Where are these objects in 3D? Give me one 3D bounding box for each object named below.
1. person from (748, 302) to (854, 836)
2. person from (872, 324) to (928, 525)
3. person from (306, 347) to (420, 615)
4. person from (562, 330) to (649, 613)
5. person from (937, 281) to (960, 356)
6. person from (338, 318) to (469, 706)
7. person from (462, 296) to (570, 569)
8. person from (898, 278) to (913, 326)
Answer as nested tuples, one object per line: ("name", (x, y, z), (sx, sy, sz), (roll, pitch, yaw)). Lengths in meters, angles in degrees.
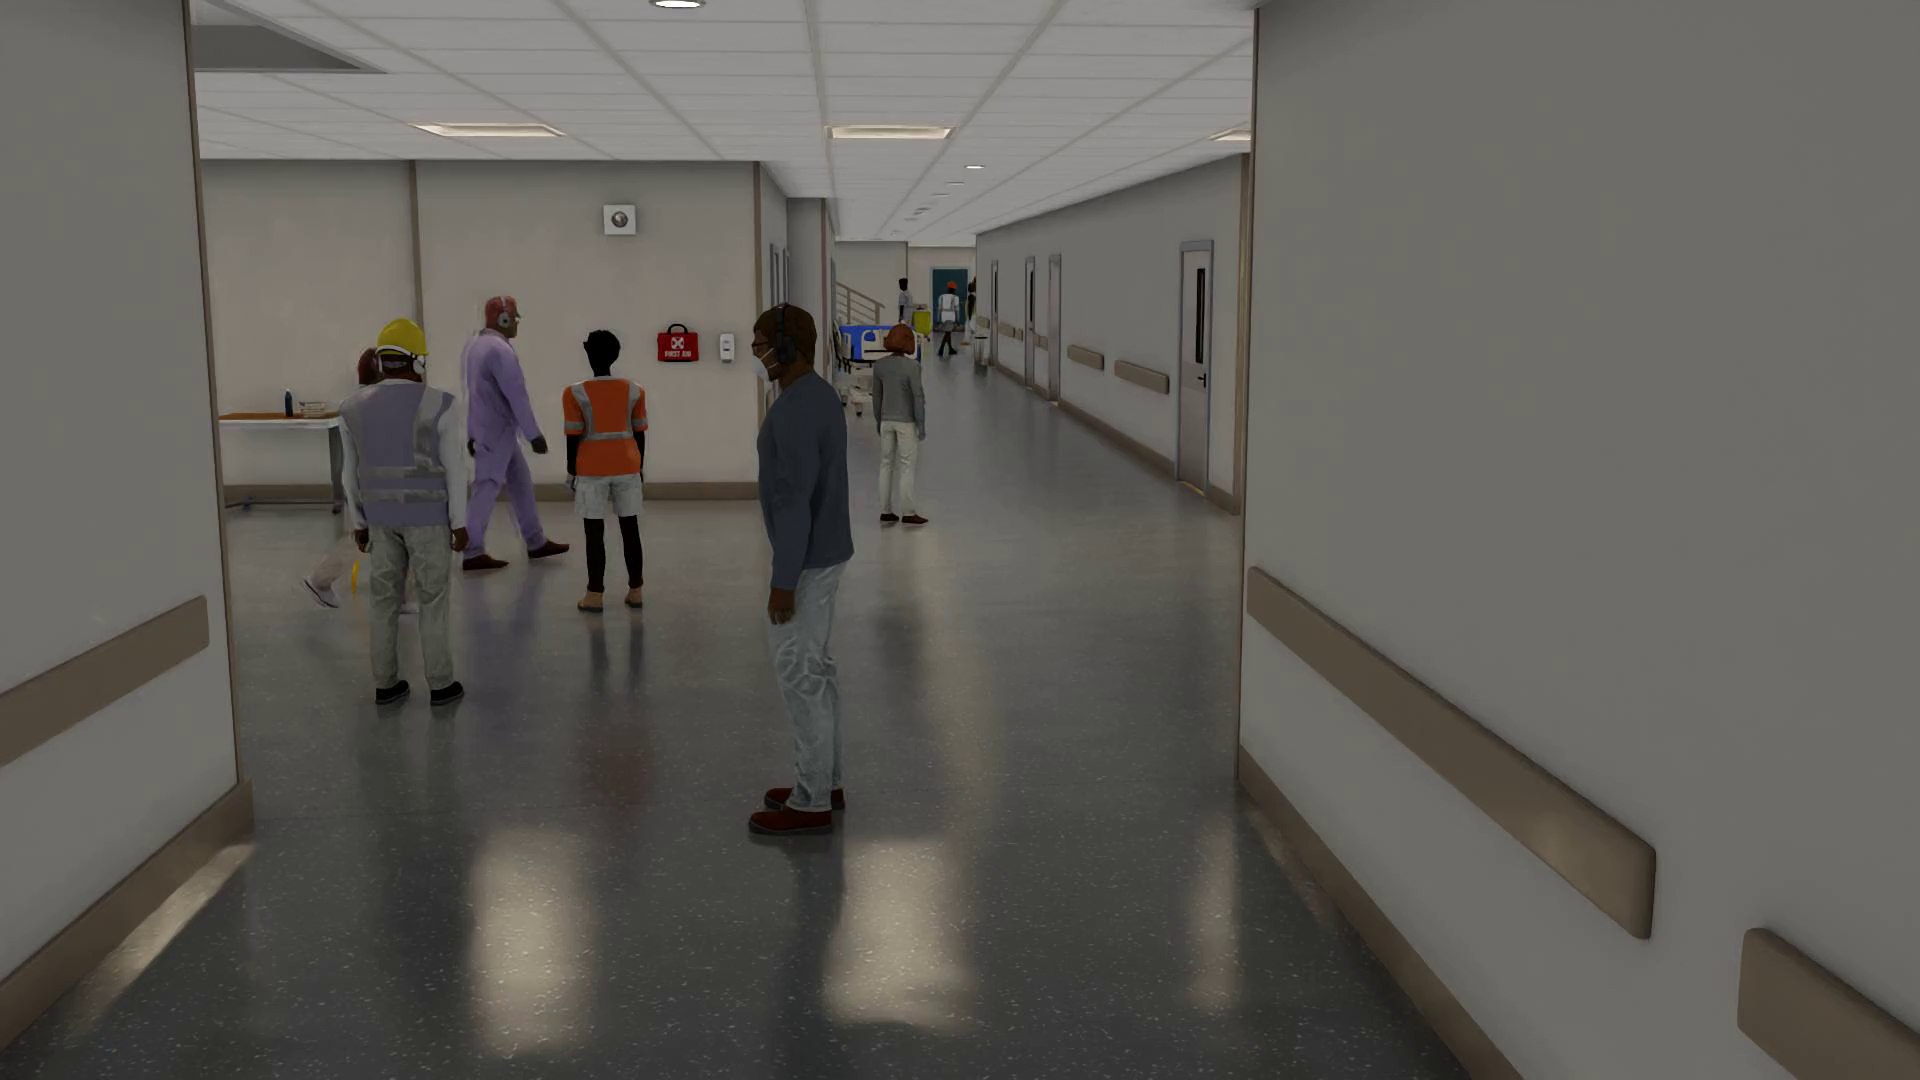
("person", (-0.582, 0.101, 6.091), (0.381, 1.928, 0.635), (0, 9, 2))
("person", (-0.487, -0.937, 13.516), (0.509, 1.632, 0.267), (7, 11, 37))
("person", (-3.523, -0.335, 9.815), (0.698, 1.610, 0.551), (2, 9, 11))
("person", (-2.128, -0.409, 10.009), (0.532, 1.696, 0.319), (-6, 11, -32))
("person", (-0.303, -5.595, 42.035), (0.552, 1.884, 1.010), (5, 10, 28))
("person", (-2.593, -0.122, 7.827), (0.585, 1.824, 0.405), (1, 9, 9))
("person", (-3.087, -0.742, 11.548), (0.897, 1.871, 0.657), (-4, 10, -25))
("person", (-1.437, -5.851, 43.367), (0.385, 1.956, 0.612), (3, 10, 21))
